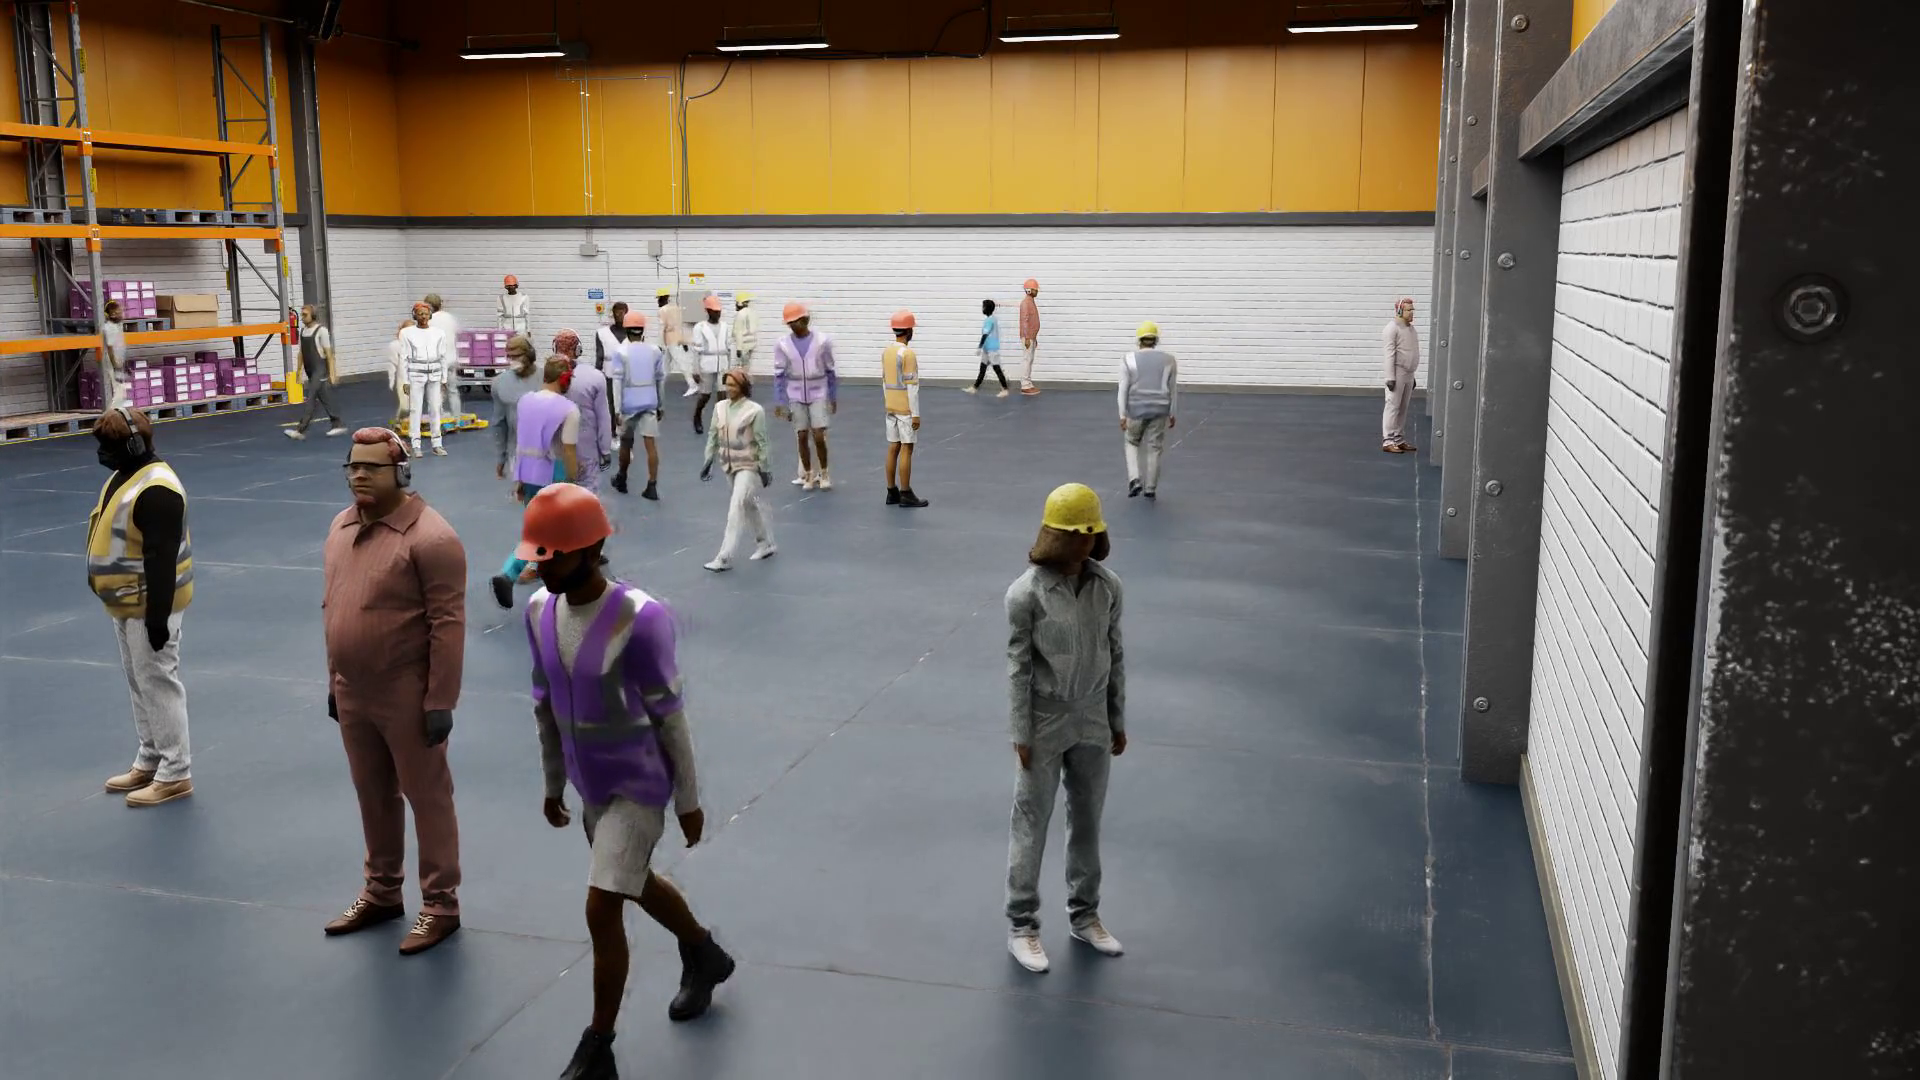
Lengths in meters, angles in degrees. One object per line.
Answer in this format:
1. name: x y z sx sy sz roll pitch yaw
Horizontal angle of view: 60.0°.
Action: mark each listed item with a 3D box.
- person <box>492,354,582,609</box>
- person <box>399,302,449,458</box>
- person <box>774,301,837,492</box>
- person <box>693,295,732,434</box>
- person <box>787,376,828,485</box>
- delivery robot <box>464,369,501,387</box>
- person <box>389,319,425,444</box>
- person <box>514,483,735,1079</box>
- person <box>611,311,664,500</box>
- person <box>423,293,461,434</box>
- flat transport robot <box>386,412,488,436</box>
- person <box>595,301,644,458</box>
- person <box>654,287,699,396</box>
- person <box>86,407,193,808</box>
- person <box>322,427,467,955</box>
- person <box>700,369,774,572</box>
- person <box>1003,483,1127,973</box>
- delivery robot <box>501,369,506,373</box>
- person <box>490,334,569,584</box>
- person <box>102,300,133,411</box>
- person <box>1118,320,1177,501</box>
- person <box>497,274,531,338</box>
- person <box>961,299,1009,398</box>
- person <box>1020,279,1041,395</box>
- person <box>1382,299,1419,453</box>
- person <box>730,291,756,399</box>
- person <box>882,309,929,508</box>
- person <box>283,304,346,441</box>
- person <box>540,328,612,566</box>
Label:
1. person: -2.893 -0.366 11.463 0.633 1.813 0.629 7 12 35
2. person: -6.503 -1.946 20.218 0.576 1.882 0.355 -7 12 -35
3. person: -1.604 -1.470 17.193 0.624 1.994 0.613 0 10 1
4. person: -3.318 -2.300 22.141 0.556 1.919 0.812 -6 12 -31
5. person: -1.630 -1.403 17.827 0.515 1.640 0.315 -9 13 -40
6. delivery robot: -8.372 -2.881 29.005 0.707 0.478 0.477 0 10 1
7. person: -7.121 -2.043 21.490 0.523 1.613 0.389 -9 13 -41
8. person: -1.017 0.715 5.183 0.565 1.884 0.931 7 12 36
9. person: -3.323 -1.387 17.015 0.580 1.891 0.956 -6 11 -29
10. person: -7.066 -2.378 22.555 0.522 1.915 0.725 3 10 17
11. flat transport robot: -7.171 -1.595 22.793 0.652 0.197 1.431 4 11 19
12. person: -4.147 -1.969 20.317 0.598 1.900 0.802 -2 10 -14
13. person: -4.973 -3.412 28.652 1.079 1.864 0.635 3 10 15
14. person: -3.756 0.302 7.648 0.428 1.832 0.625 -8 13 -38
15. person: -2.090 0.539 6.063 0.643 1.913 0.408 6 11 29
16. person: -1.765 -0.572 13.273 0.516 1.587 0.887 8 13 38
17. person: 0.391 0.656 5.896 0.485 1.739 0.314 -6 12 -30
18. delivery robot: -7.633 -2.885 29.027 0.707 0.478 0.477 -3 10 -18
19. person: -3.259 -0.653 12.874 0.644 1.908 0.875 3 10 16
20. person: -11.344 -2.303 22.384 0.360 1.839 0.598 -2 10 -10
21. person: 1.880 -1.289 16.683 0.605 1.818 0.416 0 10 -1
22. person: -8.386 -3.972 31.291 0.611 2.032 0.419 -1 10 -7
23. person: 0.445 -3.224 28.089 0.878 1.650 0.552 1 10 7
24. person: 1.211 -3.515 28.778 0.376 1.997 0.612 3 10 14
25. person: 5.496 -2.040 20.679 0.410 1.909 0.642 8 13 40
26. person: -3.624 -3.249 27.777 0.437 1.813 0.615 3 10 16
27. person: -0.550 -1.289 16.334 0.355 1.941 0.545 -6 12 -32
28. person: -8.593 -2.228 22.057 0.531 1.791 0.992 6 12 32
29. person: -3.087 -0.726 13.241 0.646 1.907 0.407 -1 10 -4
